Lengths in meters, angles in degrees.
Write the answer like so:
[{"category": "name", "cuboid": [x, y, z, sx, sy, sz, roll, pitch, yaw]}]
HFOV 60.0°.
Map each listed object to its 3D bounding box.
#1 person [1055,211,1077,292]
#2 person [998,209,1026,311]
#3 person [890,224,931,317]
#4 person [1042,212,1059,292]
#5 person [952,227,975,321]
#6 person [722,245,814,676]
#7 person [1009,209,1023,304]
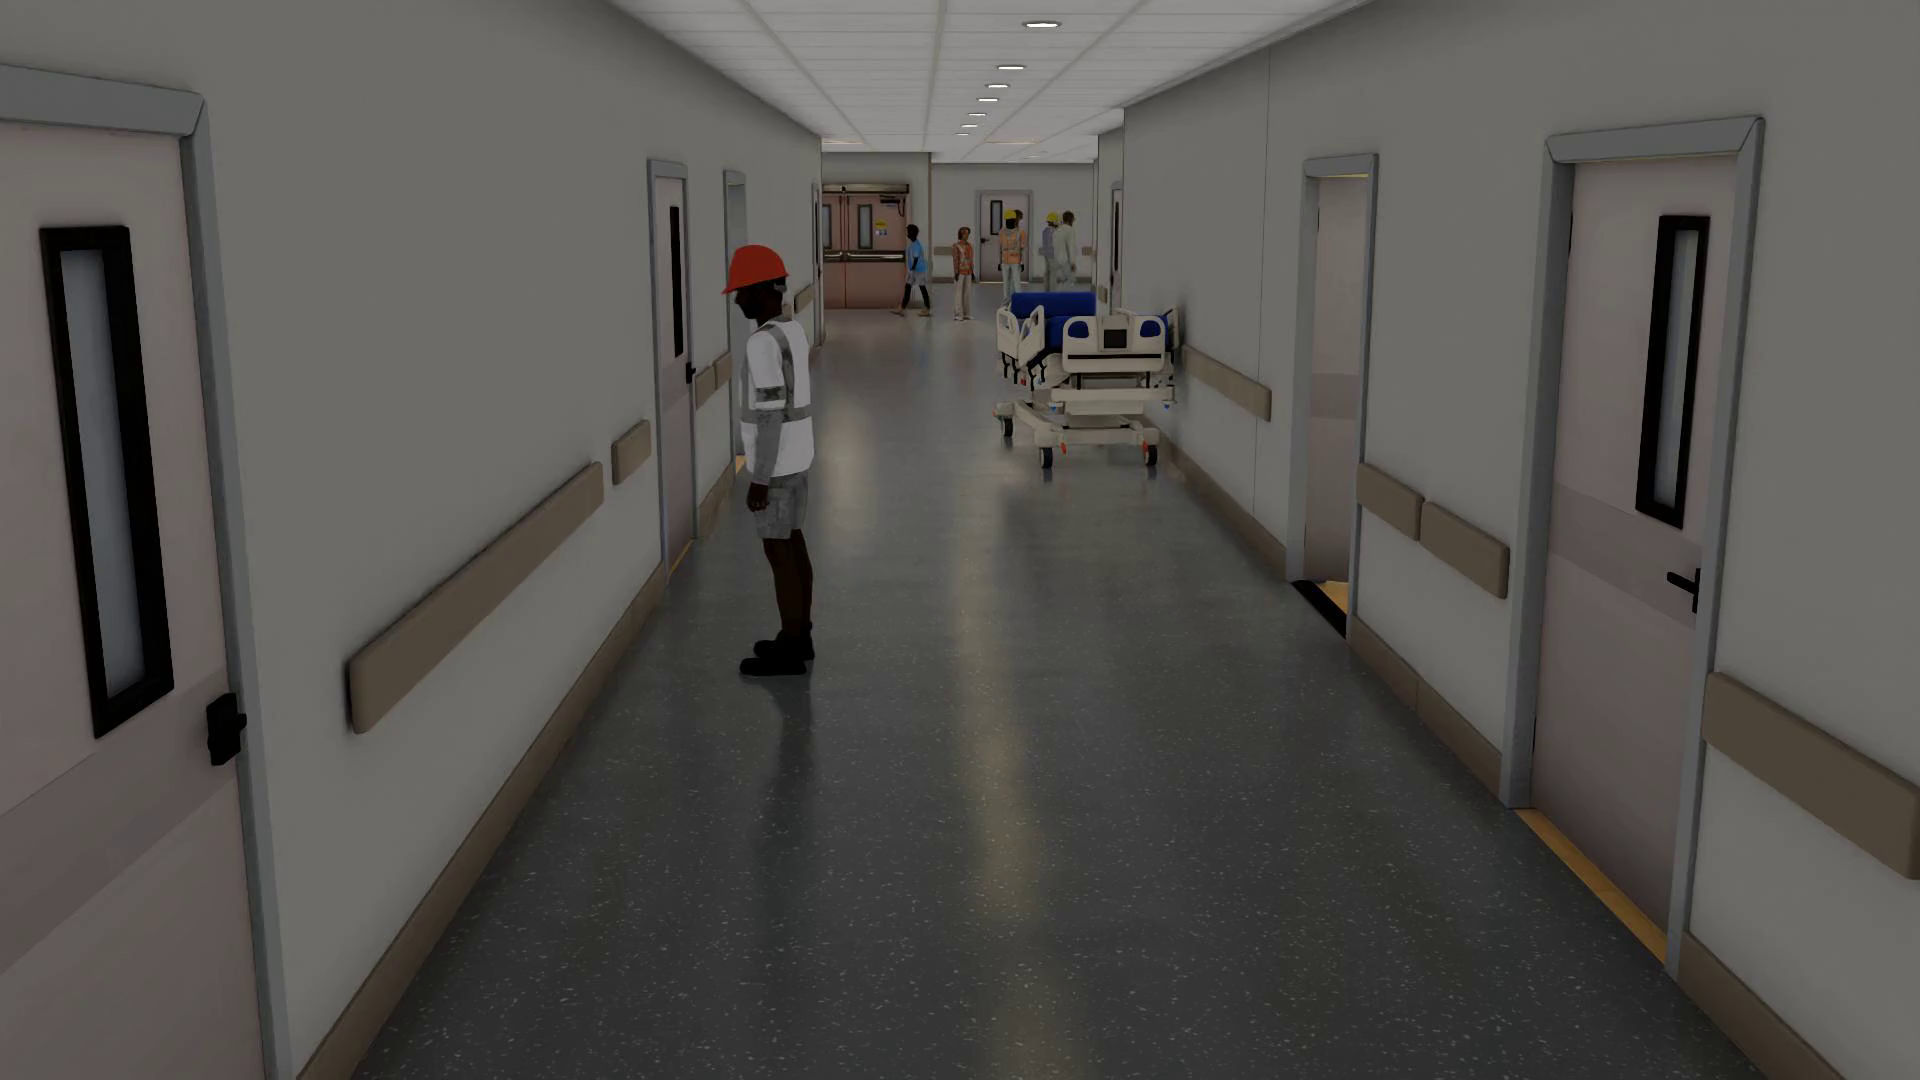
[{"category": "person", "cuboid": [1.916, -5.215, 31.236, 0.574, 1.912, 0.641, -5, 13, -23]}, {"category": "person", "cuboid": [0.969, -5.305, 31.624, 0.591, 1.926, 0.386, 7, 14, 31]}, {"category": "person", "cuboid": [-0.888, -4.883, 30.189, 0.800, 1.655, 0.549, -4, 12, -19]}, {"category": "person", "cuboid": [1.983, -6.077, 35.605, 0.403, 1.837, 0.591, -6, 13, -25]}, {"category": "person", "cuboid": [0.061, -4.699, 29.376, 0.307, 1.641, 0.514, 10, 15, 40]}, {"category": "person", "cuboid": [-0.857, -0.348, 7.470, 0.389, 1.929, 0.547, 2, 12, 10]}, {"category": "person", "cuboid": [1.077, -5.514, 32.654, 0.391, 1.928, 0.636, 3, 12, 13]}]
